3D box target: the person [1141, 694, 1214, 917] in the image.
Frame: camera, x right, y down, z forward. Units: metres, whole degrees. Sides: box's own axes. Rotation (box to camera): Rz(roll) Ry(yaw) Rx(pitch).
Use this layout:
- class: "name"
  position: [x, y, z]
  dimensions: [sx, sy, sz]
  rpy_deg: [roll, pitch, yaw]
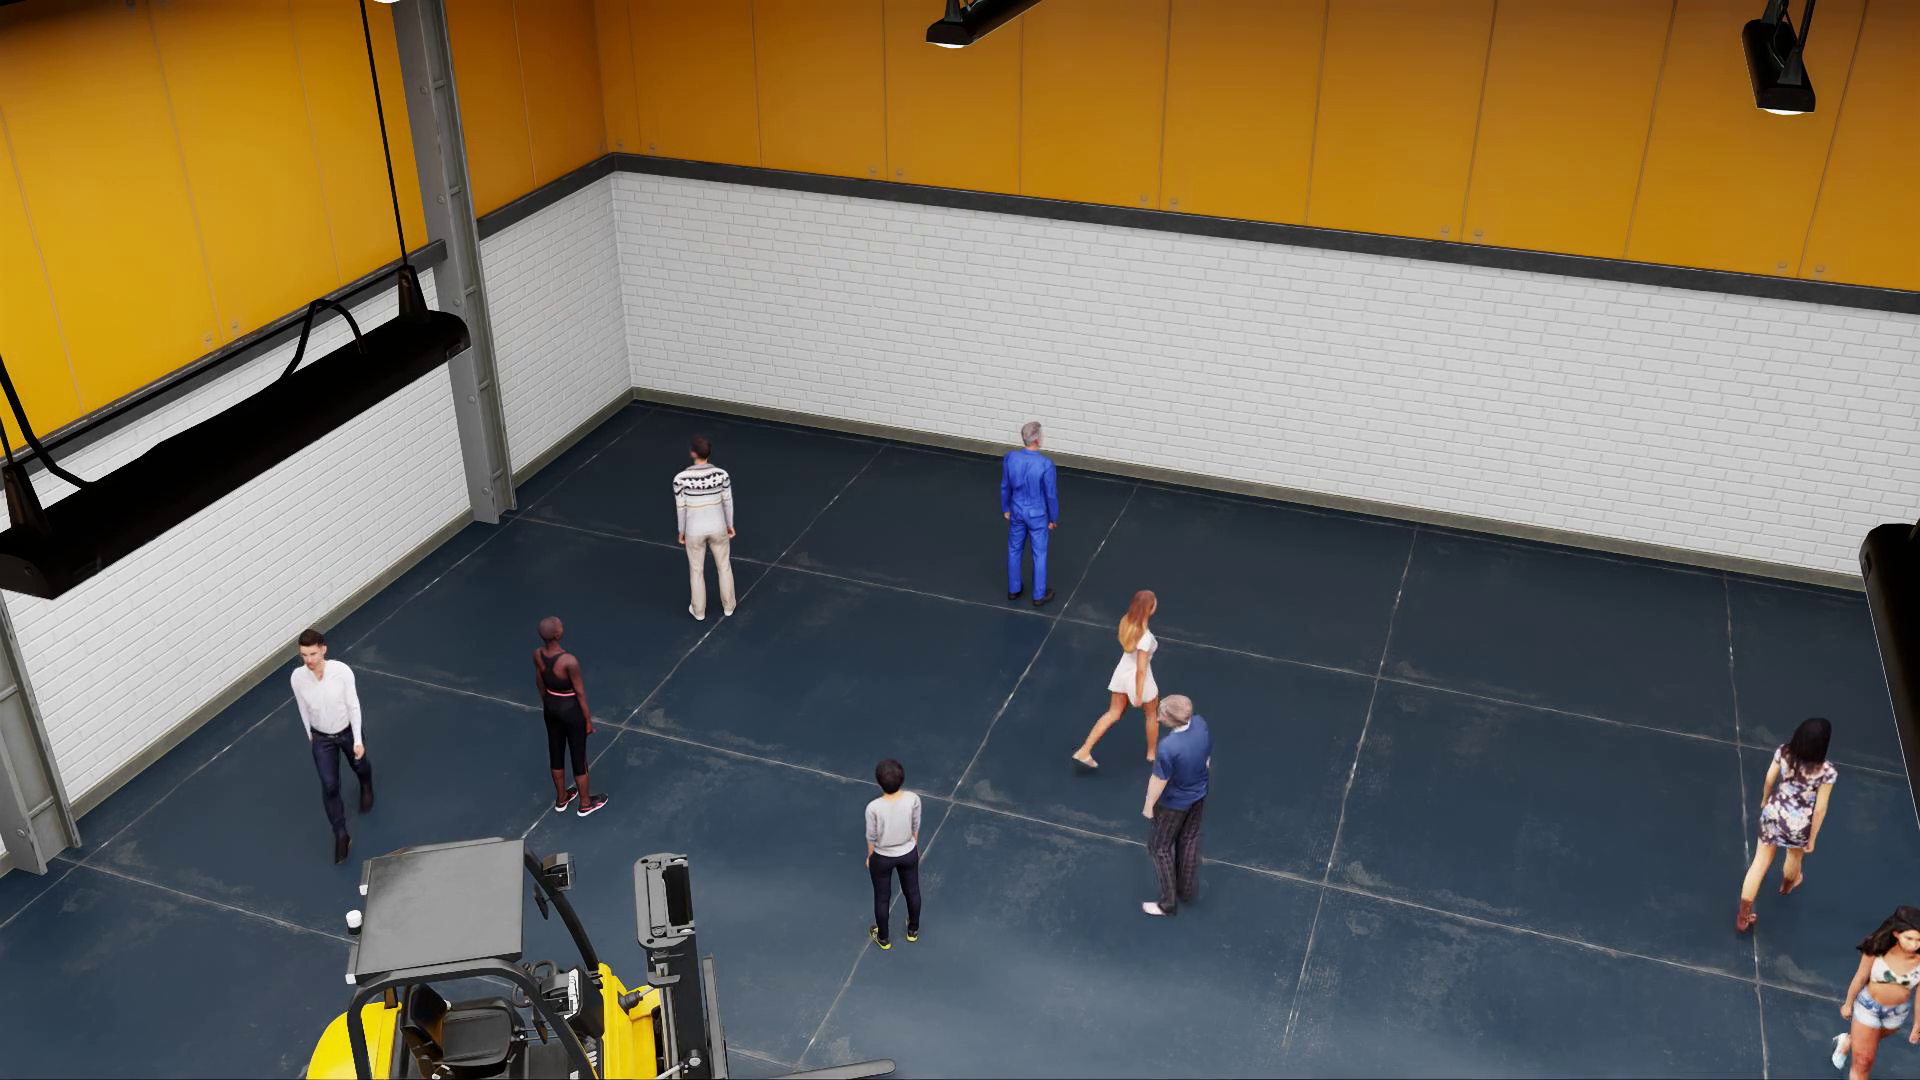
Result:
- class: "person"
  position: [1.606, 1.836, 11.906]
  dimensions: [0.759, 1.839, 0.857]
  rpy_deg: [-9, 30, -16]

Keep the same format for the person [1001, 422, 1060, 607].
- class: "person"
  position: [0.656, -0.255, 15.752]
  dimensions: [0.752, 1.826, 0.605]
  rpy_deg: [14, 32, 24]

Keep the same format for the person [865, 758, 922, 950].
- class: "person"
  position: [-0.461, 2.176, 11.579]
  dimensions: [0.615, 1.554, 0.659]
  rpy_deg: [-10, 30, -17]

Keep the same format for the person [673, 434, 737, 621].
- class: "person"
  position: [-2.365, -0.117, 15.459]
  dimensions: [0.768, 1.865, 0.785]
  rpy_deg: [-8, 30, -14]

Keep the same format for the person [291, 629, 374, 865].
- class: "person"
  position: [-4.724, 1.416, 12.667]
  dimensions: [1.041, 1.847, 1.267]
  rpy_deg: [-6, 29, -10]

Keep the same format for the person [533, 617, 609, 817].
- class: "person"
  position: [-3.073, 1.354, 12.874]
  dimensions: [0.581, 1.757, 0.533]
  rpy_deg: [12, 31, 20]

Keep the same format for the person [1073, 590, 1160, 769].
- class: "person"
  position: [1.311, 1.152, 13.347]
  dimensions: [1.136, 1.659, 1.094]
  rpy_deg: [-12, 31, -21]

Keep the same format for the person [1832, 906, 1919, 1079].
- class: "person"
  position: [5.659, 2.874, 10.265]
  dimensions: [0.665, 1.588, 1.064]
  rpy_deg: [6, 29, 11]

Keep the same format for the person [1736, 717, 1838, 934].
- class: "person"
  position: [5.774, 2.032, 11.709]
  dimensions: [1.203, 1.683, 0.961]
  rpy_deg: [-24, 36, -36]
